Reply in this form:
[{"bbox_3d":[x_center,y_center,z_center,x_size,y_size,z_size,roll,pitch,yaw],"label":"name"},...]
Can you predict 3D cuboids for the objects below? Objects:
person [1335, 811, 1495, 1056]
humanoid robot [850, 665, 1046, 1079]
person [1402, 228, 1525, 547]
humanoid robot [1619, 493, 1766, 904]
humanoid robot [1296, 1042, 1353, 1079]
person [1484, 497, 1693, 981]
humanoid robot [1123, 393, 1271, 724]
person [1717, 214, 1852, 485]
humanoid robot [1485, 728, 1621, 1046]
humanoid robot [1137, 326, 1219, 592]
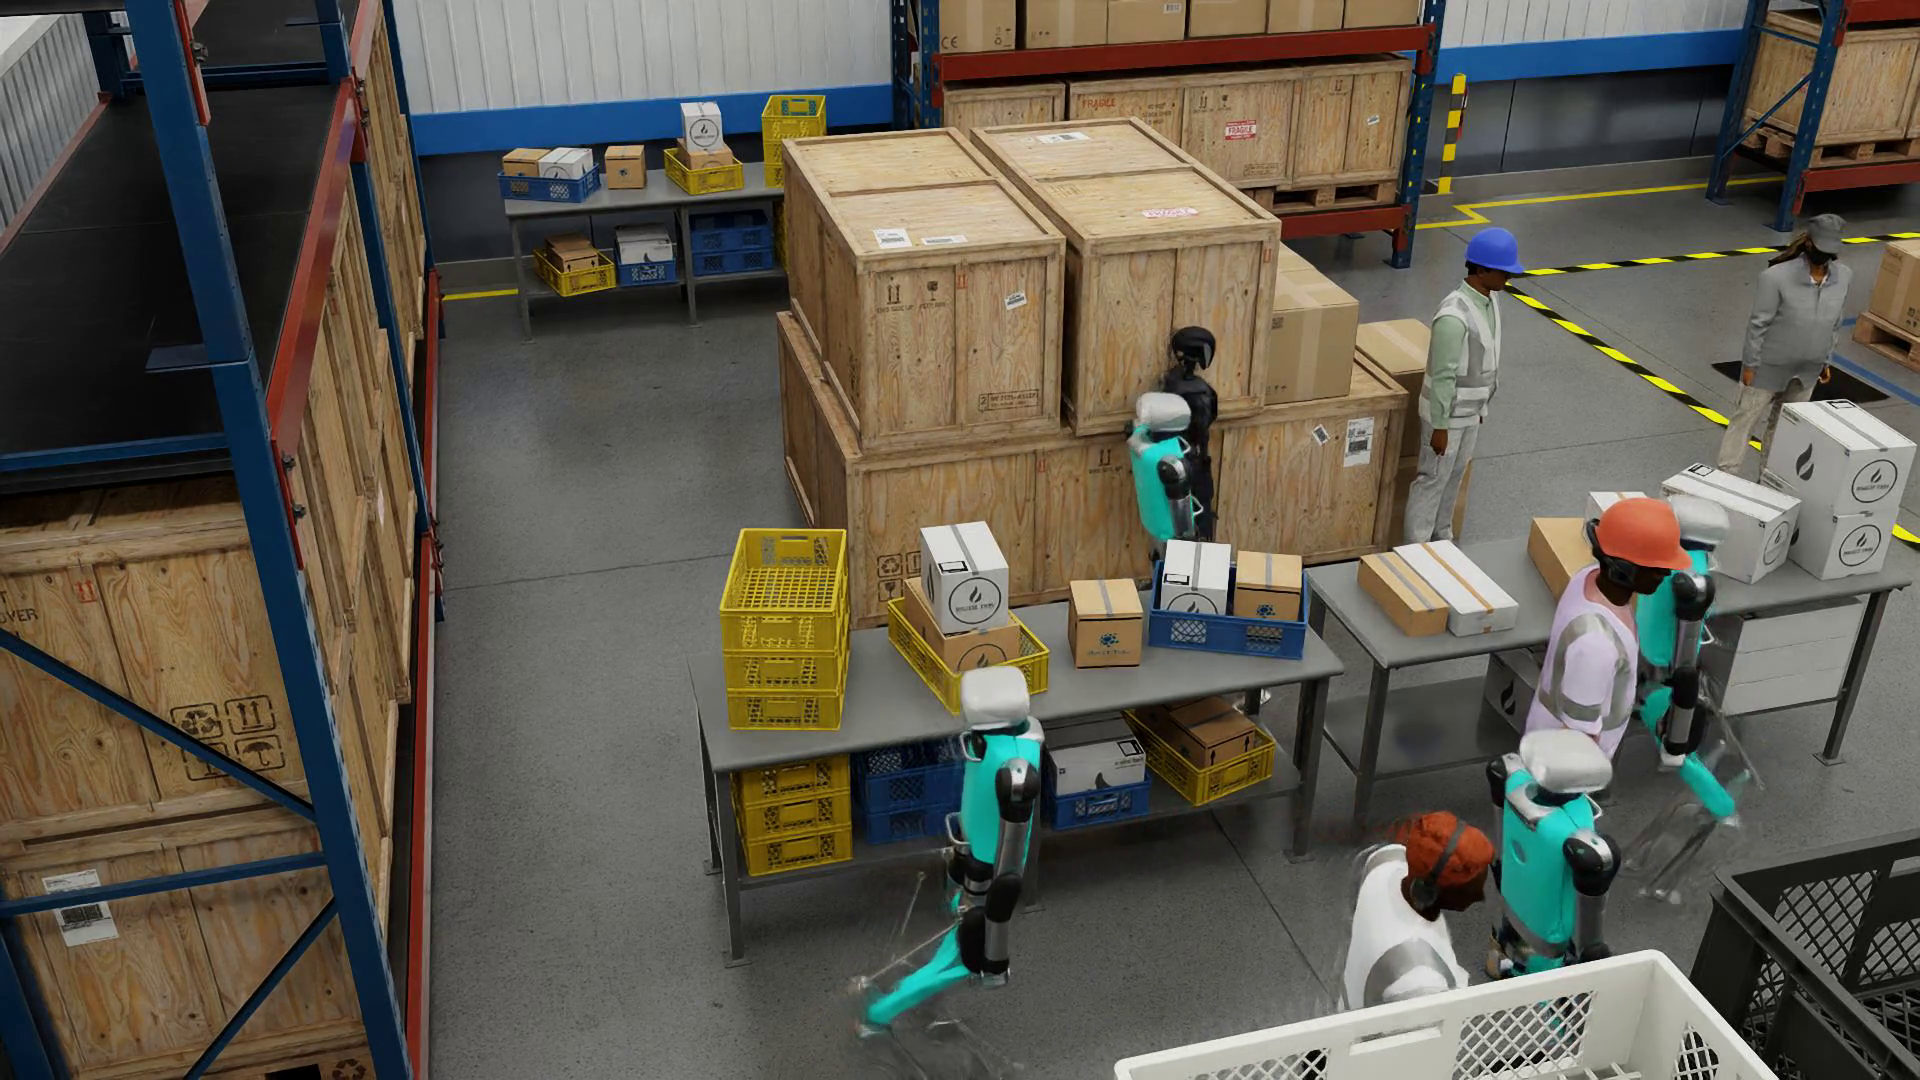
[{"bbox_3d":[1.198,1.490,4.763,0.706,1.859,0.598,1,29,2],"label":"person"},{"bbox_3d":[-0.086,1.230,5.388,0.826,1.797,0.540,-5,29,-8],"label":"humanoid robot"},{"bbox_3d":[2.588,-0.684,8.631,0.411,1.939,0.602,20,34,31],"label":"person"},{"bbox_3d":[2.847,0.661,6.400,0.662,1.799,0.542,2,29,4],"label":"humanoid robot"},{"bbox_3d":[0.854,1.859,4.276,0.609,1.643,0.373,-12,31,-20],"label":"humanoid robot"},{"bbox_3d":[2.221,0.752,5.933,0.404,2.035,0.598,10,30,17],"label":"person"},{"bbox_3d":[1.147,0.125,7.402,1.034,1.731,0.530,-8,30,-14],"label":"humanoid robot"},{"bbox_3d":[4.645,-0.996,9.374,0.562,1.762,0.402,-4,29,-8],"label":"person"},{"bbox_3d":[1.934,1.322,5.167,0.707,1.766,0.542,-8,30,-14],"label":"humanoid robot"},{"bbox_3d":[1.030,-0.288,8.208,0.657,1.635,0.586,-7,30,-12],"label":"humanoid robot"}]
